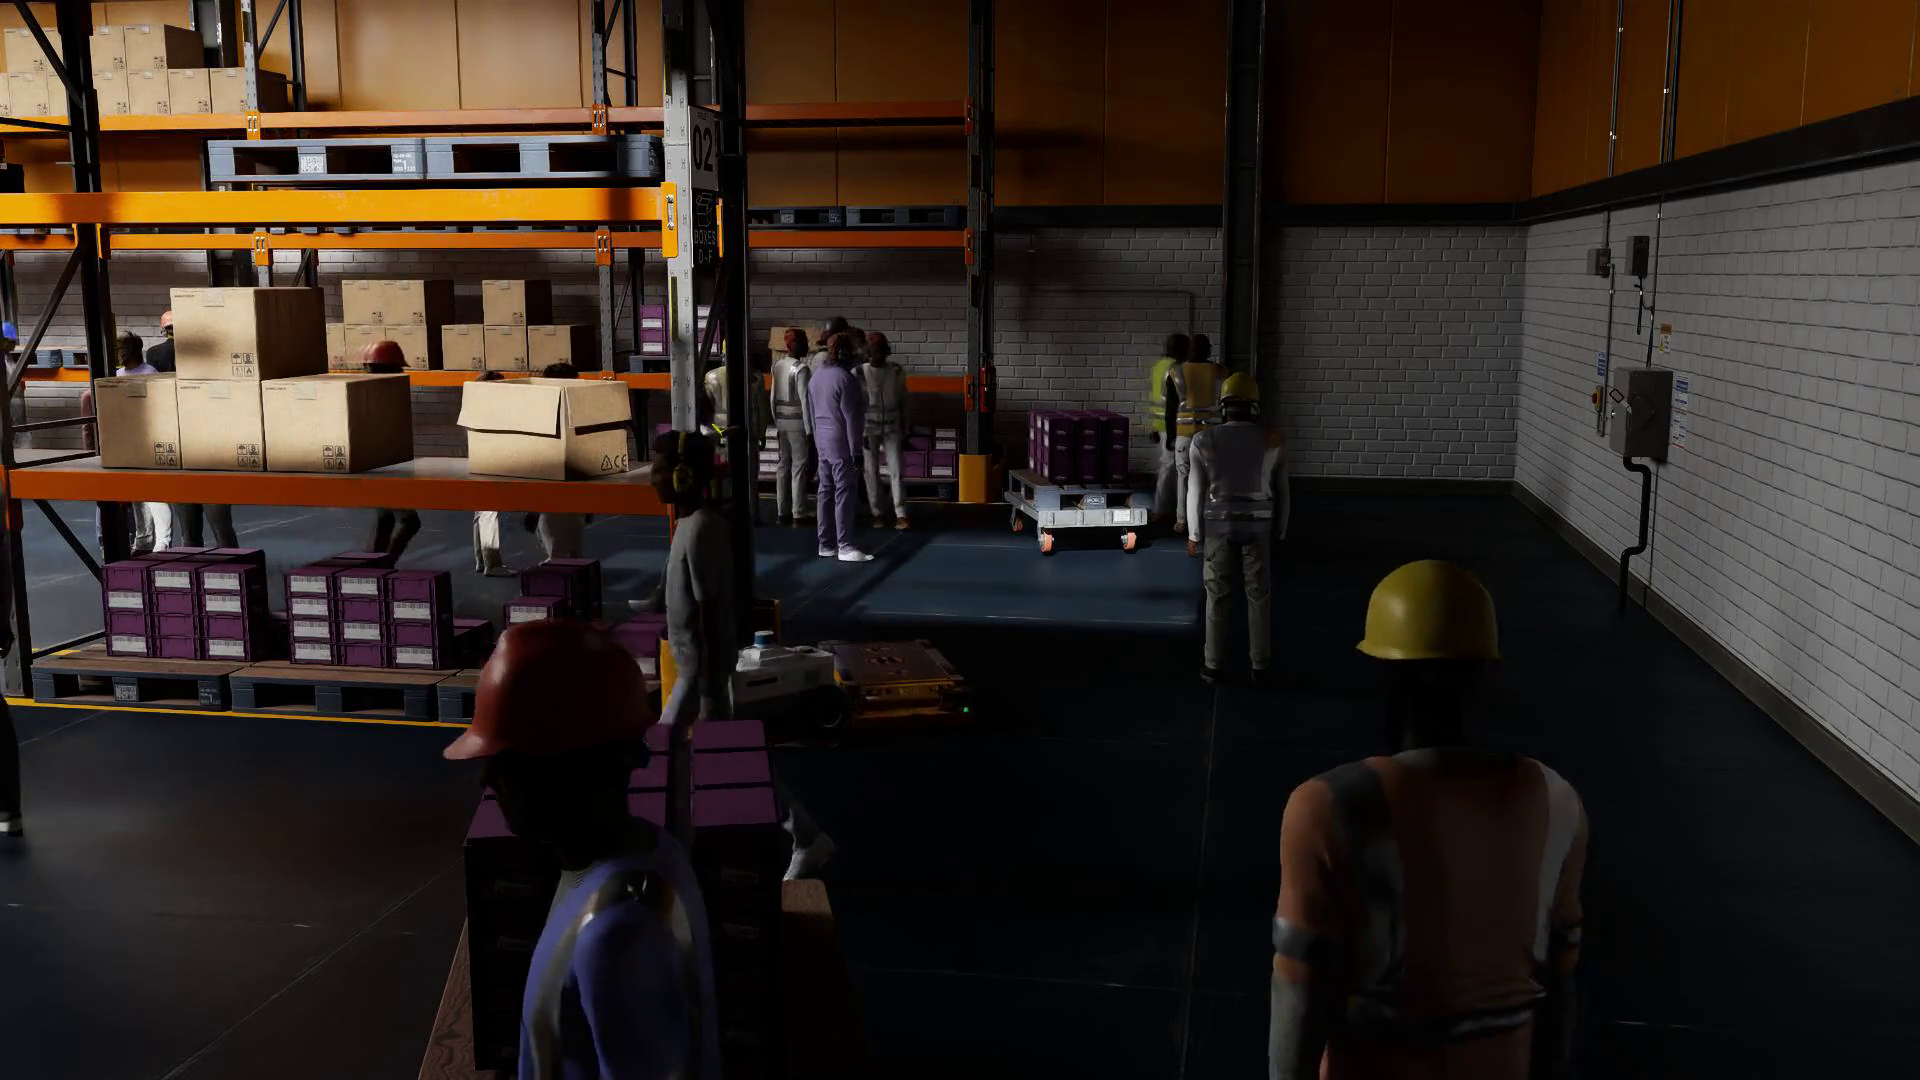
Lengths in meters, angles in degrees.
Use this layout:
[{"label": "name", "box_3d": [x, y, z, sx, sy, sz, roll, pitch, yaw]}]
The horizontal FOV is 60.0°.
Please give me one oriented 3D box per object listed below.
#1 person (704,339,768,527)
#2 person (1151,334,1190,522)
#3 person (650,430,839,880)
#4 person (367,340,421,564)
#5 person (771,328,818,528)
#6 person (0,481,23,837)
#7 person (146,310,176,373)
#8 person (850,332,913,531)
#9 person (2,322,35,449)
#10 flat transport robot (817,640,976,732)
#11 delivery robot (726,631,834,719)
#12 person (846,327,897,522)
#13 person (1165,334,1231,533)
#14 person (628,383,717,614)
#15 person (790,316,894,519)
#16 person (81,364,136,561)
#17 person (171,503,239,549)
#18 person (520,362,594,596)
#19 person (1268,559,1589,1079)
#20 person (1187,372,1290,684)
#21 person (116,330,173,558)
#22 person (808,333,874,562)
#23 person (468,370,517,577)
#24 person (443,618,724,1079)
[{"label": "person", "box_3d": [-2.107, -1.023, 15.662, 0.591, 1.837, 0.403, -1, 9, -8]}, {"label": "person", "box_3d": [2.177, -1.072, 16.031, 0.743, 1.812, 0.645, -2, 9, -11]}, {"label": "person", "box_3d": [-0.935, 0.486, 6.329, 0.934, 1.836, 0.535, -1, 9, -4]}, {"label": "person", "box_3d": [-4.130, -0.477, 12.033, 0.419, 1.921, 0.542, -4, 10, -22]}, {"label": "person", "box_3d": [-1.561, -1.058, 15.730, 0.340, 1.882, 0.586, -7, 12, -39]}, {"label": "person", "box_3d": [-4.223, 0.343, 6.905, 0.383, 1.924, 0.594, 4, 10, 21]}, {"label": "person", "box_3d": [-8.438, -1.478, 17.993, 0.608, 1.996, 0.375, -6, 11, -31]}, {"label": "person", "box_3d": [-0.714, -0.991, 15.417, 0.589, 1.846, 0.885, -3, 10, -16]}, {"label": "person", "box_3d": [-9.946, -1.312, 17.295, 0.981, 1.898, 0.644, -2, 9, -14]}, {"label": "flat transport robot", "box_3d": [-0.389, 0.781, 9.306, 0.652, 0.197, 1.431, -2, 9, -13]}, {"label": "delivery robot", "box_3d": [-1.007, 0.712, 8.574, 0.707, 0.478, 0.477, -7, 12, -39]}, {"label": "person", "box_3d": [-1.005, -1.102, 16.015, 1.037, 1.880, 0.653, 7, 12, 39]}, {"label": "person", "box_3d": [2.197, -0.977, 15.365, 0.622, 1.844, 0.429, 0, 9, 1]}, {"label": "person", "box_3d": [-1.835, -0.277, 11.470, 0.896, 1.692, 0.514, 2, 9, 11]}, {"label": "person", "box_3d": [-1.191, -1.217, 16.236, 1.056, 2.000, 0.700, 0, 9, 2]}, {"label": "person", "box_3d": [-7.055, -0.712, 13.953, 0.322, 1.767, 0.533, 7, 12, 38]}, {"label": "person", "box_3d": [-5.419, -0.463, 11.874, 0.632, 1.940, 0.372, 1, 9, 4]}, {"label": "person", "box_3d": [-2.630, -0.232, 10.799, 0.506, 1.827, 0.640, 2, 9, 13]}, {"label": "person", "box_3d": [0.814, 0.993, 2.919, 0.617, 1.907, 0.529, -3, 10, -19]}, {"label": "person", "box_3d": [1.618, -0.063, 9.731, 0.595, 1.826, 0.403, 1, 9, 3]}, {"label": "person", "box_3d": [-6.727, -0.750, 13.651, 0.635, 1.937, 0.353, 6, 11, 34]}, {"label": "person", "box_3d": [-0.988, -0.770, 13.878, 0.407, 1.908, 0.641, -7, 11, -37]}, {"label": "person", "box_3d": [-3.740, -0.529, 13.214, 0.314, 1.638, 0.514, -4, 10, -26]}, {"label": "person", "box_3d": [-0.646, 1.060, 2.546, 0.935, 1.893, 0.576, -1, 9, -8]}]
